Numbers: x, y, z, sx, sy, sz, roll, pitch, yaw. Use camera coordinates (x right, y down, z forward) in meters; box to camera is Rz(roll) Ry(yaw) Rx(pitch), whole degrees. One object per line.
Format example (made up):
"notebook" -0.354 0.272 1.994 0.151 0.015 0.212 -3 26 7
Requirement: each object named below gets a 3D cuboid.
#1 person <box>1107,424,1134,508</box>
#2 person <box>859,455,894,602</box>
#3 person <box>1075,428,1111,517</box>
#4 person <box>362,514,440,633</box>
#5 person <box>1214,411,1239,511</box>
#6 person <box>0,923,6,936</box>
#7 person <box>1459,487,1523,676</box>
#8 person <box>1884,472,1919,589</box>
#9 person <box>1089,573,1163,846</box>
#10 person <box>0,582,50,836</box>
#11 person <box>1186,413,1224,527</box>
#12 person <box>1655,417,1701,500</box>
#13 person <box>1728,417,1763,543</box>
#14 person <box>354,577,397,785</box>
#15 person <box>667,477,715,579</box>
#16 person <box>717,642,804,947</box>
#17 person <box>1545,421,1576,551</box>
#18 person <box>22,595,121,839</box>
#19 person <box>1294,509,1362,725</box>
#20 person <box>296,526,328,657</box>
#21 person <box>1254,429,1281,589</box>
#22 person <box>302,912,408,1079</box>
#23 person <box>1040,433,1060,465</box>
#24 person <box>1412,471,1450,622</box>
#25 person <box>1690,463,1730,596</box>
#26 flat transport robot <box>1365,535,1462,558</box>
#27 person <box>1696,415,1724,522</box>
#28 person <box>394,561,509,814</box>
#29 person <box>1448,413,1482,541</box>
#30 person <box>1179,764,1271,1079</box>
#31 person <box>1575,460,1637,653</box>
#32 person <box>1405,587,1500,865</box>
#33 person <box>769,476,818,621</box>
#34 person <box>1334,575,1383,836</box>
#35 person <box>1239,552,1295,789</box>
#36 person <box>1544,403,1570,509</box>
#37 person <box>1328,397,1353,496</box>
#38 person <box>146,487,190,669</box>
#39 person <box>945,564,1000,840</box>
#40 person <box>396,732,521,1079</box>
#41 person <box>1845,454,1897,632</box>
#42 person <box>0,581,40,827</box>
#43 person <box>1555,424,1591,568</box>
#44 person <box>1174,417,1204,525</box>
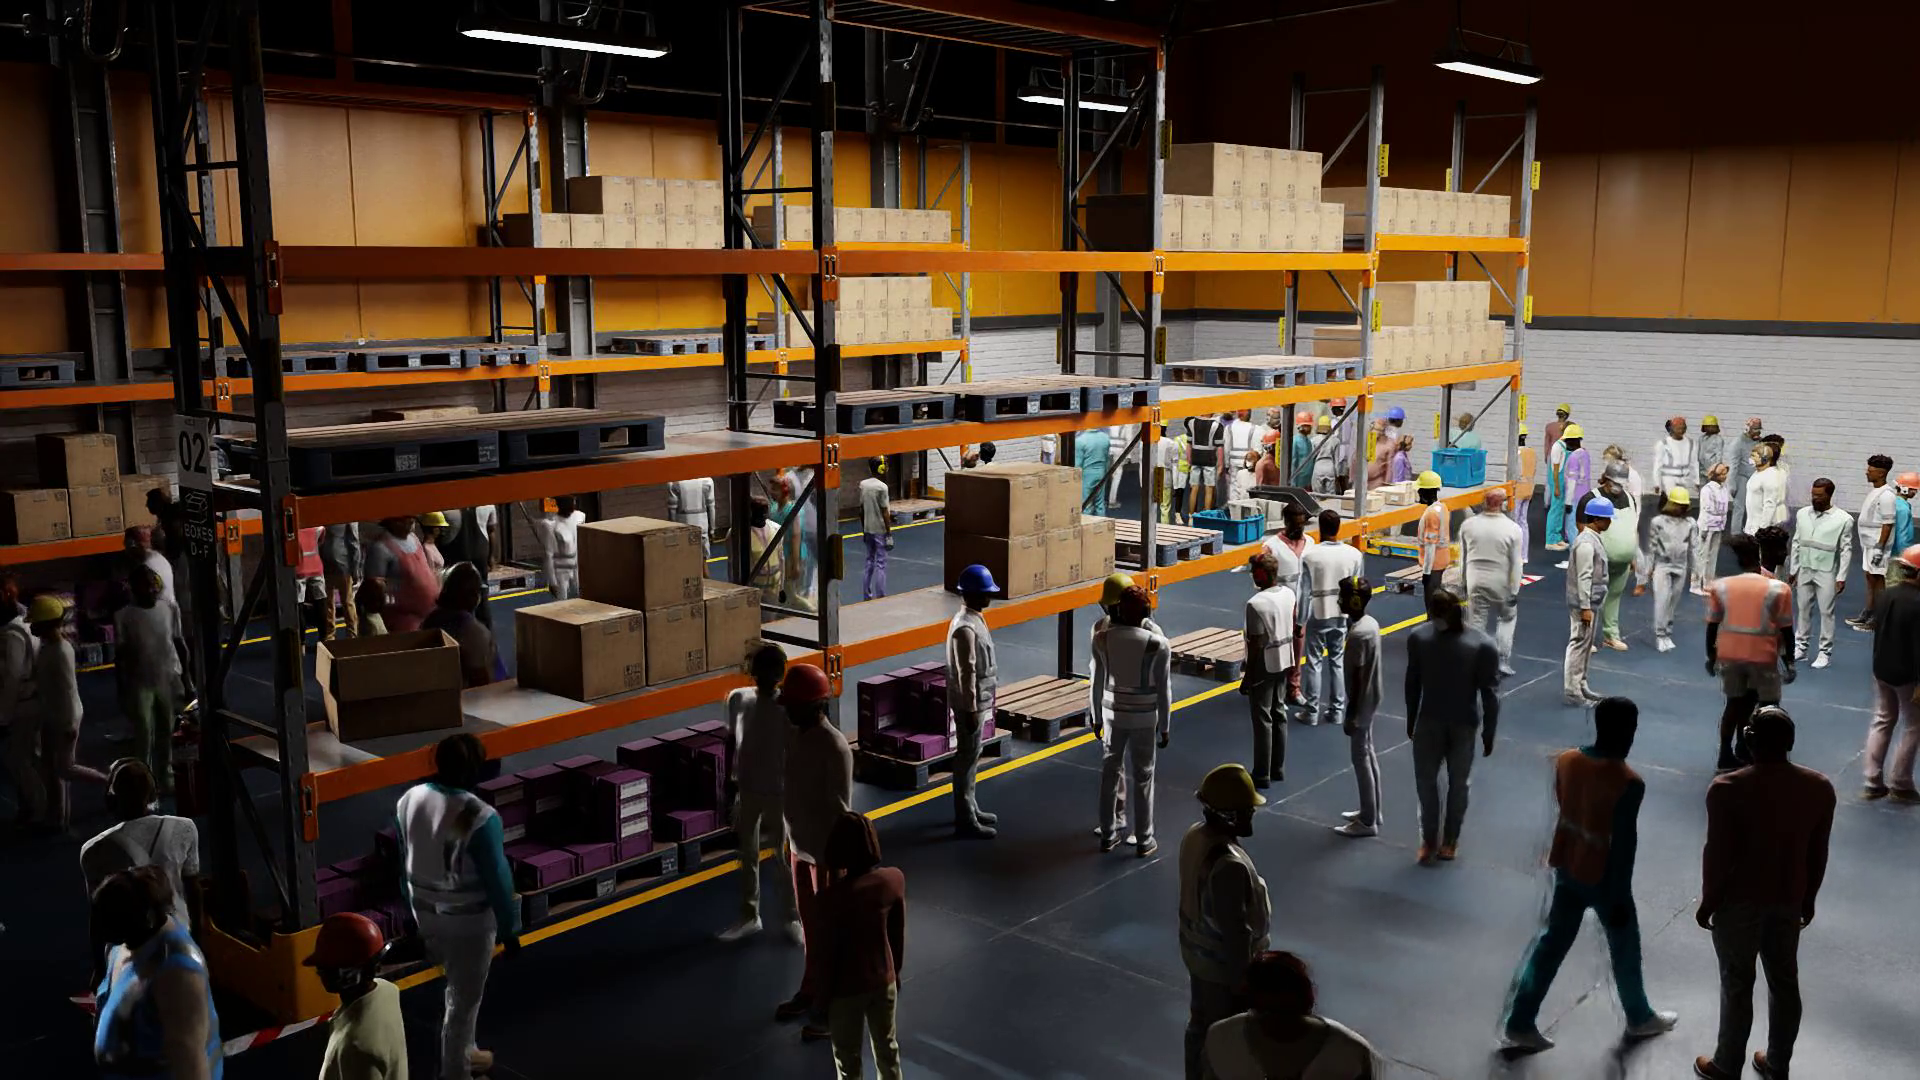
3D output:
"person" 2.512 -1.432 27.400 0.638 1.854 0.633 6 11 32
"person" -0.952 -0.069 19.227 0.328 1.865 0.521 -8 13 -40
"person" 1.864 -0.880 23.944 0.651 1.905 0.403 -7 12 -37
"person" -4.925 0.570 14.883 0.787 2.000 0.698 2 10 10
"person" 4.316 -1.358 27.094 0.630 1.822 0.439 6 11 30
"person" -6.039 1.490 9.899 0.474 1.868 0.614 -8 12 -38
"person" 5.200 0.423 16.236 0.647 1.889 0.584 7 12 36
"person" 10.498 0.101 18.585 0.354 1.740 0.574 3 10 18
"person" 1.144 1.171 11.687 0.591 1.912 0.398 8 12 38
"person" -6.658 1.181 11.841 0.342 1.847 0.769 -3 10 -19
"person" 3.754 -1.186 25.412 0.614 2.030 0.409 6 11 31
"person" 10.320 -0.861 24.026 0.594 1.850 0.958 -1 10 -7
"person" 11.124 -0.787 23.441 0.651 1.894 0.401 -4 10 -21
"person" -4.556 1.092 12.981 0.267 1.632 0.507 -4 10 -21
"person" -3.133 -0.137 19.398 0.552 1.941 0.350 -3 10 -17
"person" -1.175 1.511 9.866 0.616 1.845 0.338 2 10 13
"person" 8.487 -0.767 23.476 0.349 1.839 0.505 7 12 36
"person" -6.315 1.235 11.784 0.636 1.748 0.535 -8 12 -39
"person" 3.233 0.683 14.617 0.602 1.906 0.411 -3 10 -16
"person" -6.788 0.355 17.187 0.319 1.699 0.532 8 12 40
"person" 3.855 -0.379 20.676 0.375 1.997 0.611 5 11 29
"person" -2.173 2.193 6.046 0.330 1.751 0.565 -2 10 -13
"person" 1.516 -1.420 27.370 0.388 1.838 0.562 -5 11 -26
"person" 4.869 0.235 17.262 0.410 1.918 0.585 4 10 21
"person" 9.178 -0.132 20.307 0.516 1.629 0.320 -7 12 -35
"flat transport robot" 6.305 0.119 22.848 0.652 0.197 1.431 -9 13 -43
"person" 11.465 -1.055 25.504 0.348 1.738 0.485 -3 10 -19
"person" -3.491 1.134 11.514 0.692 2.000 0.764 9 13 42
"person" 7.270 -0.894 24.117 0.654 1.873 1.037 9 13 42
"person" 1.200 1.903 7.542 0.404 1.833 0.590 -2 10 -11
"person" 6.778 0.160 17.329 0.673 2.000 0.536 -3 10 -15
"person" 3.273 1.260 11.167 0.655 1.899 0.687 5 11 29
"person" -1.788 0.214 17.645 0.655 1.831 0.570 -6 11 -32
"person" 2.849 1.172 11.865 0.369 1.857 0.529 4 10 21
"person" 2.379 1.006 12.875 0.390 1.840 0.565 8 12 40
"person" 9.832 -1.360 27.258 0.528 1.755 0.343 9 13 42
"person" 6.038 -1.350 26.654 0.364 1.934 0.552 9 13 42
"person" -7.887 0.385 16.574 0.329 1.843 0.511 -3 10 -16
"person" 0.089 1.132 11.801 0.388 1.947 0.613 1 10 4
"person" -2.370 1.816 8.081 0.661 1.823 0.607 6 11 32
"person" 10.085 0.029 18.333 0.367 1.967 0.602 3 10 16
"person" -6.923 1.116 11.928 0.635 1.936 0.354 -2 10 -12
"person" 8.154 -0.577 22.105 0.405 1.917 0.589 6 11 32
"person" 3.540 -1.072 25.732 0.533 1.694 0.320 -3 10 -15
